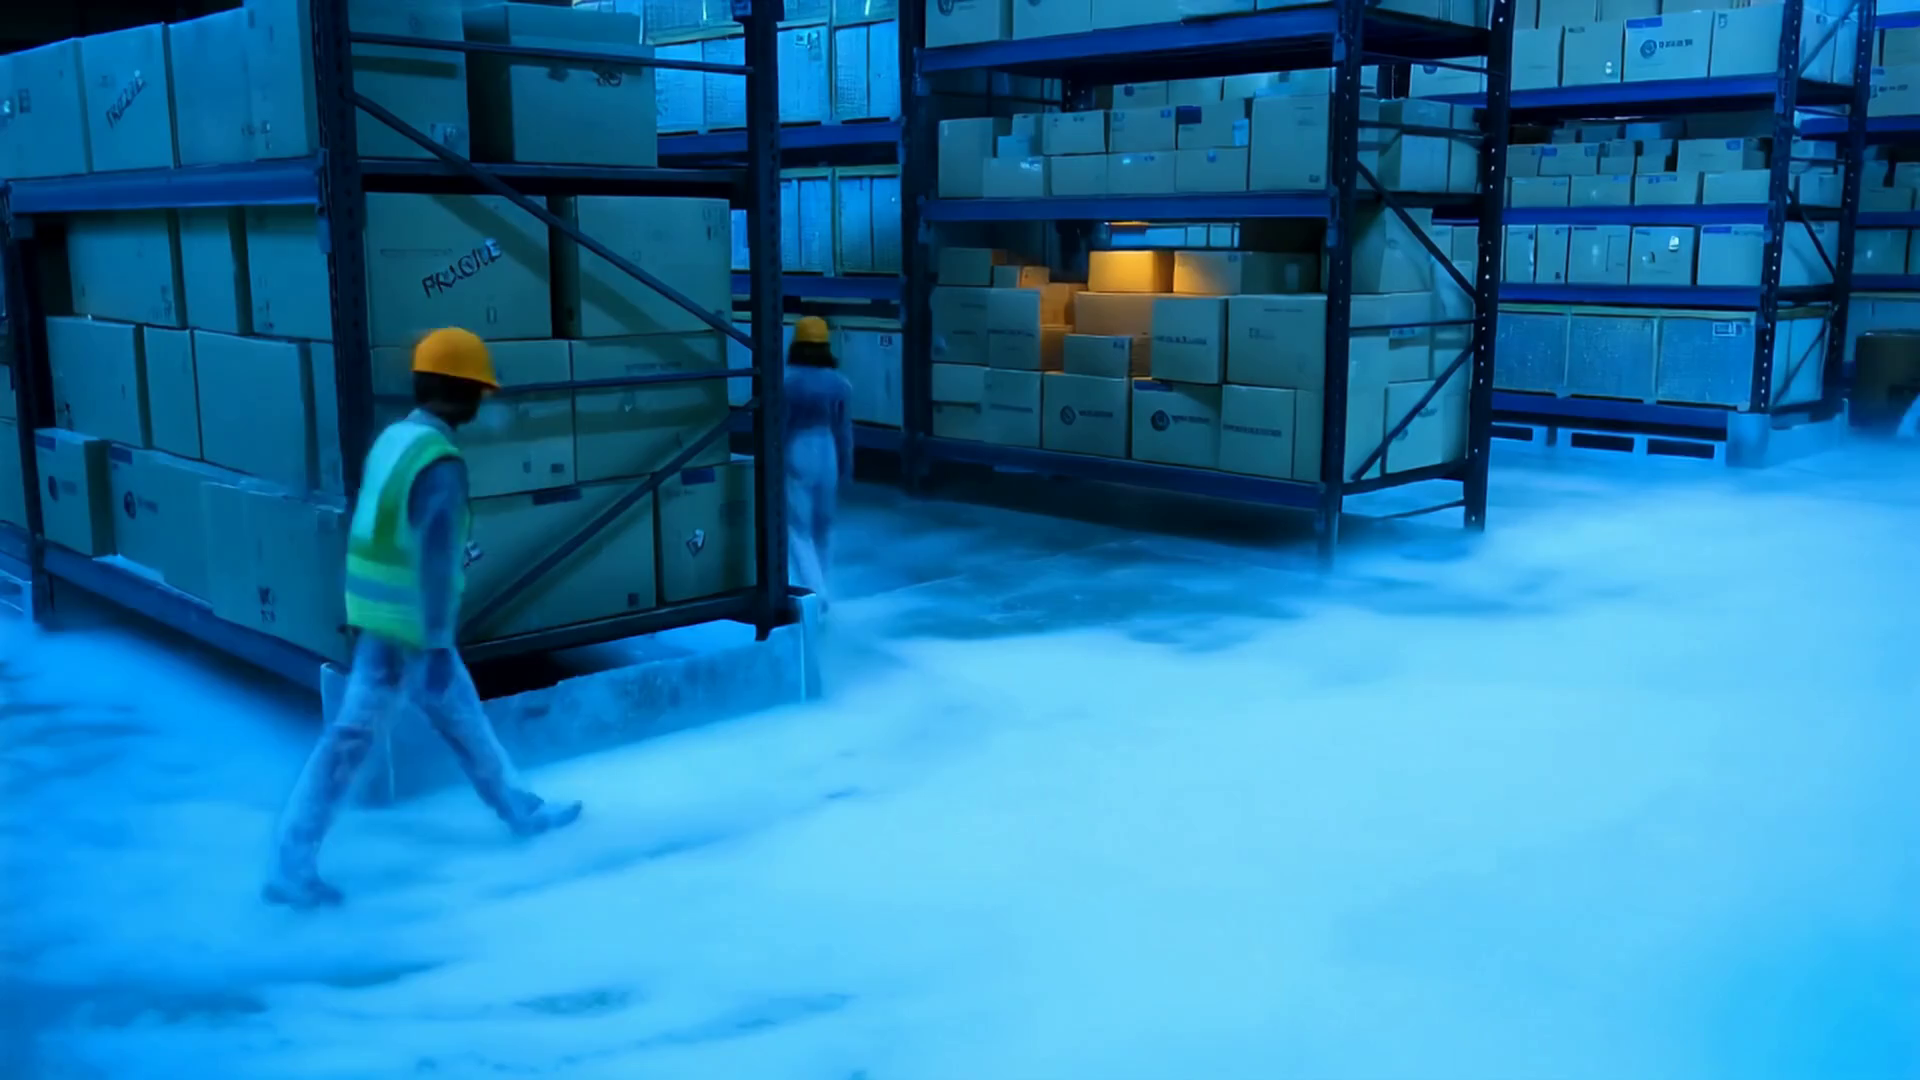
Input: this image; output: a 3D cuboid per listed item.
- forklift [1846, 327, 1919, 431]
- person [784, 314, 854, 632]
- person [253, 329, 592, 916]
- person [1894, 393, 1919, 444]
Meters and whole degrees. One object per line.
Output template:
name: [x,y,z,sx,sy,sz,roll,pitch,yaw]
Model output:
forklift: [10.678,-2.529,17.641,1.129,2.768,1.873,-10,14,-44]
person: [-0.806,-0.373,9.079,0.488,1.713,0.797,-4,11,-23]
person: [-1.788,0.246,5.408,1.174,1.840,0.628,-6,12,-31]
person: [10.028,-1.849,16.899,0.840,1.801,0.630,4,11,20]
